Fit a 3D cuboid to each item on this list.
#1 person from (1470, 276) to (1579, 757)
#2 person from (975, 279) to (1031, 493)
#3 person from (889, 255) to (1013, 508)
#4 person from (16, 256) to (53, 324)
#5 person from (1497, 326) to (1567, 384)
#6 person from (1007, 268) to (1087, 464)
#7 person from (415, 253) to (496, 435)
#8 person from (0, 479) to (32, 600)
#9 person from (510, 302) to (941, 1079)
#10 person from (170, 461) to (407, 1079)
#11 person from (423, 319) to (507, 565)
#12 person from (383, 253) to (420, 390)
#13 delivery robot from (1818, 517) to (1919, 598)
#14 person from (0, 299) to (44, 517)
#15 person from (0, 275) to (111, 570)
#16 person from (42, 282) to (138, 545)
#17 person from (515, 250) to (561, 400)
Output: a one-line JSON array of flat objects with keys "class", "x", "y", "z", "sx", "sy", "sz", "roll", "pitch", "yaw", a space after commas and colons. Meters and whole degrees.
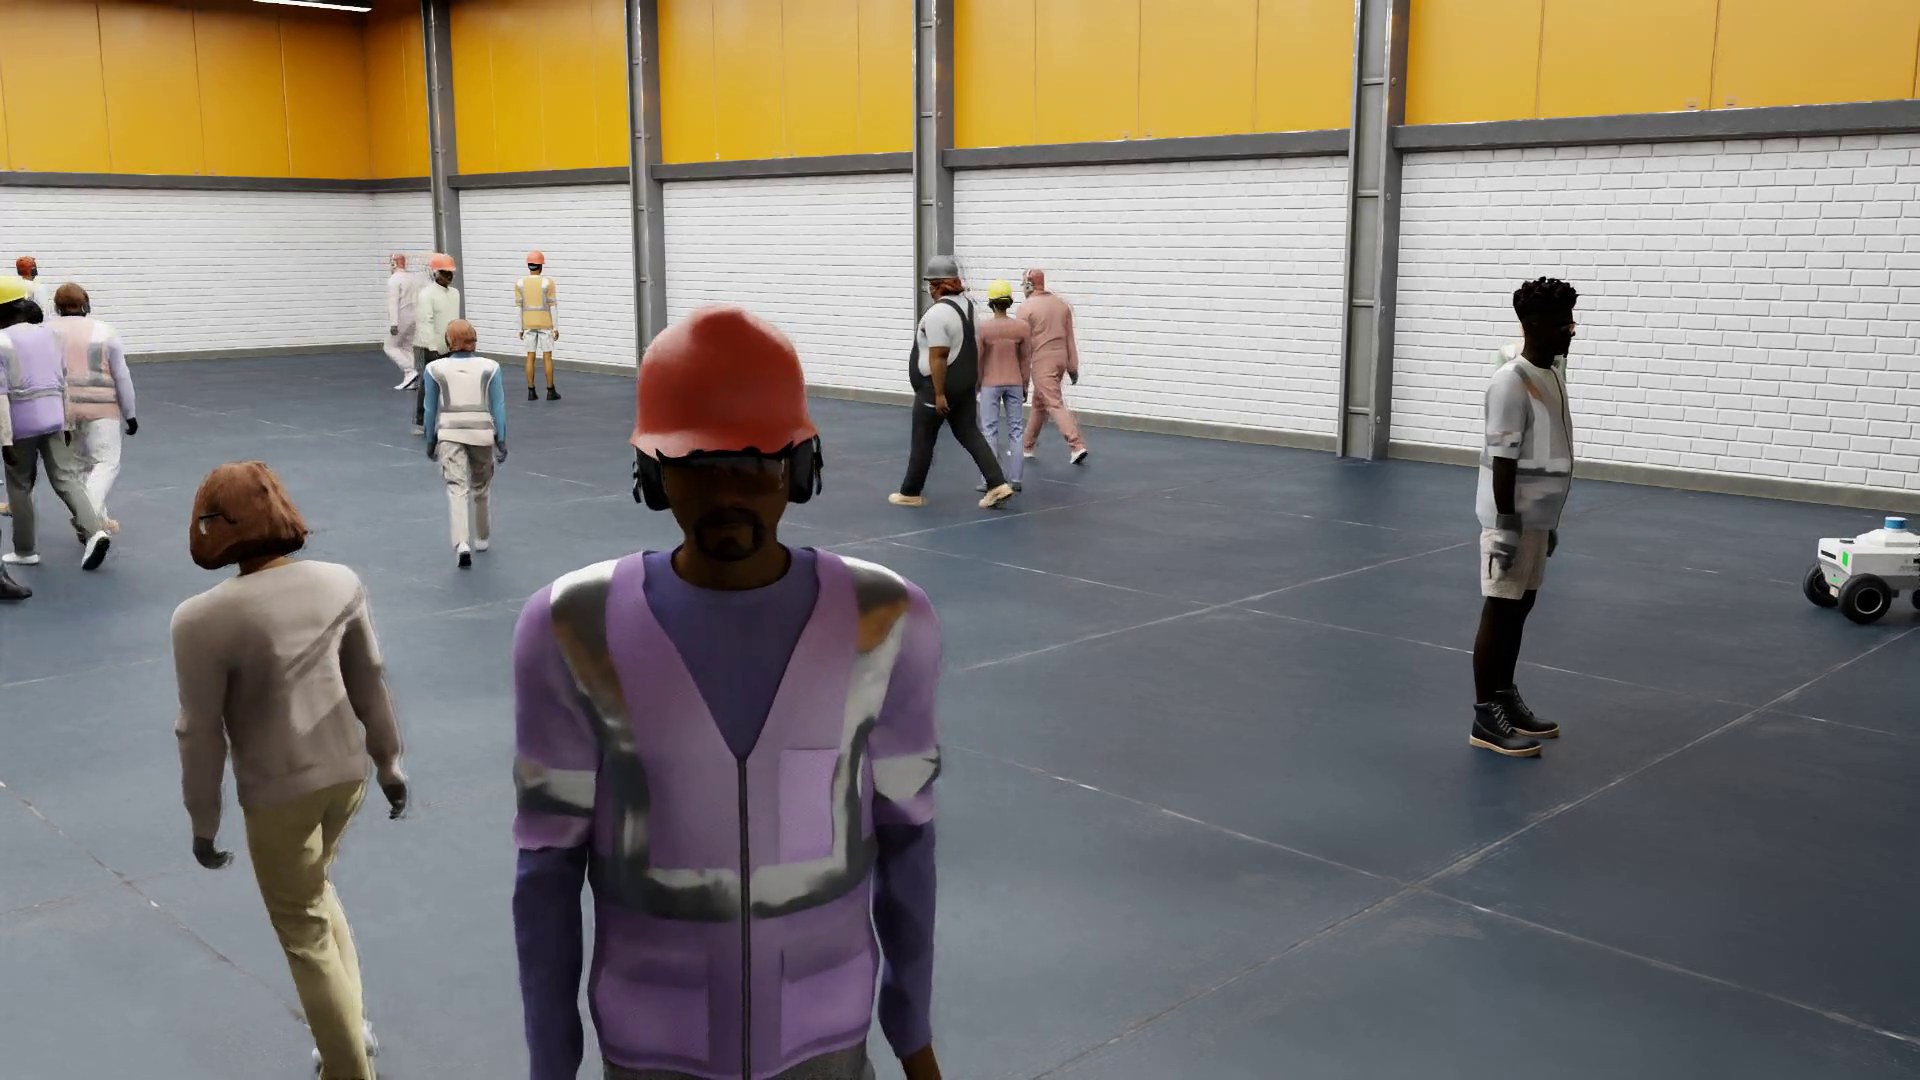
[{"class": "person", "x": 2.350, "y": -0.105, "z": 6.920, "sx": 0.373, "sy": 1.966, "sz": 0.607, "roll": 7, "pitch": 13, "yaw": 35}, {"class": "person", "x": 0.333, "y": -1.267, "z": 13.795, "sx": 0.525, "sy": 1.772, "sz": 0.309, "roll": -3, "pitch": 11, "yaw": -18}, {"class": "person", "x": -0.059, "y": -1.252, "z": 12.970, "sx": 1.020, "sy": 2.000, "sz": 0.684, "roll": 7, "pitch": 12, "yaw": 32}, {"class": "person", "x": -10.916, "y": -2.392, "z": 19.612, "sx": 0.583, "sy": 1.884, "sz": 0.350, "roll": 3, "pitch": 11, "yaw": 17}, {"class": "person", "x": 4.212, "y": -0.919, "z": 12.330, "sx": 0.510, "sy": 1.604, "sz": 0.830, "roll": 2, "pitch": 11, "yaw": 8}, {"class": "person", "x": 0.841, "y": -1.631, "z": 15.650, "sx": 1.044, "sy": 1.832, "sz": 0.647, "roll": 10, "pitch": 14, "yaw": 43}, {"class": "person", "x": -5.429, "y": -2.048, "z": 17.591, "sx": 1.042, "sy": 1.935, "sz": 0.651, "roll": 5, "pitch": 11, "yaw": 24}, {"class": "person", "x": -5.759, "y": -0.553, "z": 9.569, "sx": 0.859, "sy": 1.883, "sz": 0.577, "roll": 5, "pitch": 12, "yaw": 26}, {"class": "person", "x": -0.317, "y": 0.689, "z": 2.379, "sx": 0.614, "sy": 2.041, "sz": 0.389, "roll": -2, "pitch": 11, "yaw": -13}, {"class": "person", "x": -1.589, "y": 0.613, "z": 3.992, "sx": 0.457, "sy": 1.600, "sz": 0.509, "roll": 6, "pitch": 12, "yaw": 29}, {"class": "person", "x": -3.247, "y": -0.651, "z": 10.918, "sx": 0.523, "sy": 1.597, "sz": 0.844, "roll": -3, "pitch": 11, "yaw": -18}, {"class": "person", "x": -7.706, "y": -3.000, "z": 22.917, "sx": 0.421, "sy": 1.886, "sz": 0.662, "roll": 2, "pitch": 11, "yaw": 12}, {"class": "delivery robot", "x": 5.221, "y": 0.115, "z": 9.318, "sx": 0.707, "sy": 0.478, "sz": 0.477, "roll": 0, "pitch": 10, "yaw": 2}, {"class": "person", "x": -6.834, "y": -0.956, "z": 12.376, "sx": 0.860, "sy": 1.649, "sz": 0.555, "roll": 4, "pitch": 11, "yaw": 19}, {"class": "person", "x": -5.847, "y": -0.735, "z": 10.565, "sx": 0.899, "sy": 1.891, "sz": 0.605, "roll": 5, "pitch": 11, "yaw": 24}, {"class": "person", "x": -6.067, "y": -0.870, "z": 11.503, "sx": 0.633, "sy": 1.819, "sz": 0.832, "roll": -1, "pitch": 10, "yaw": -4}, {"class": "person", "x": -5.461, "y": -2.771, "z": 21.532, "sx": 0.543, "sy": 1.940, "sz": 0.361, "roll": 0, "pitch": 10, "yaw": 3}]
